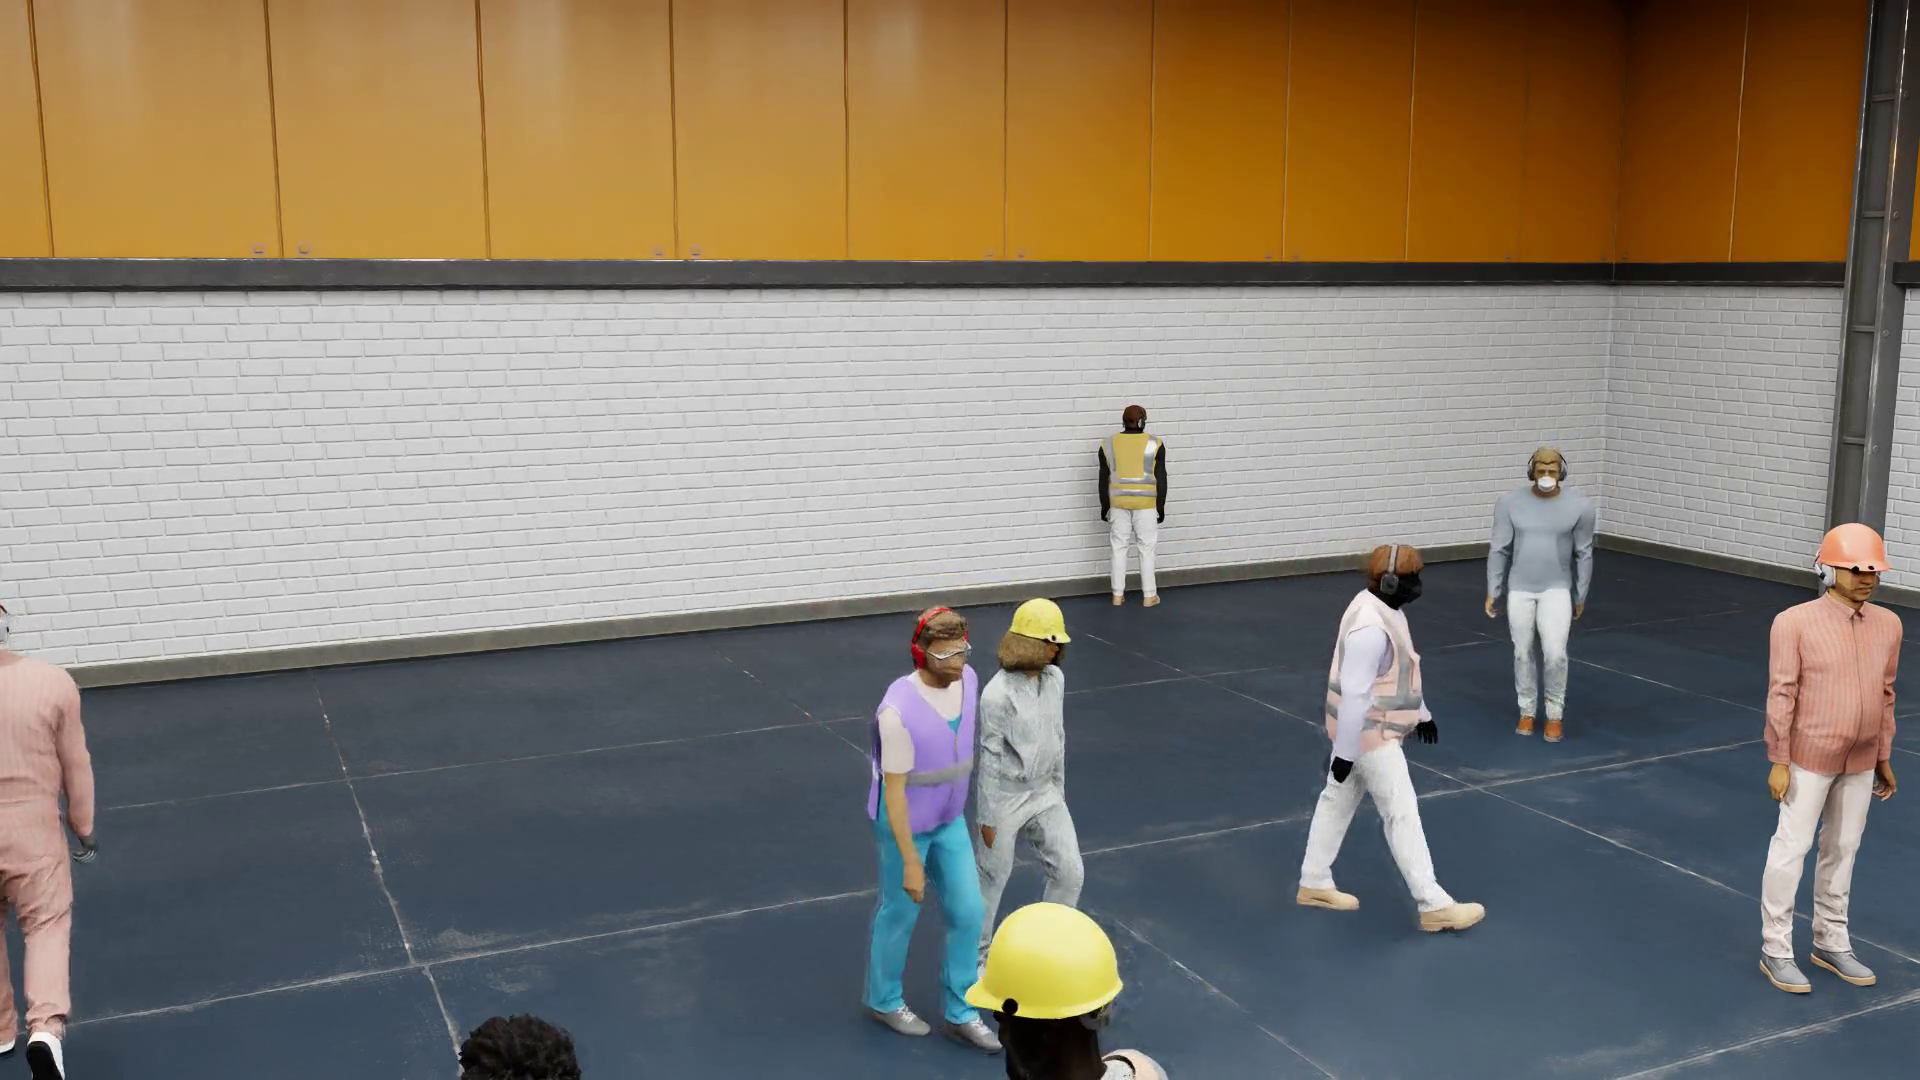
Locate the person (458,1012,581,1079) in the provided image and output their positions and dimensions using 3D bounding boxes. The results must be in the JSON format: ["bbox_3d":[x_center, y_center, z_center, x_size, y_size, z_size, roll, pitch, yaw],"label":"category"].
[{"bbox_3d":[-0.792,1.714,3.154,0.862,1.656,0.538,4,10,25],"label":"person"}]

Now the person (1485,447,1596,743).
[{"bbox_3d":[3.734,0.355,10.762,0.638,1.916,0.620,4,10,25],"label":"person"}]

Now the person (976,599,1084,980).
[{"bbox_3d":[0.277,1.082,6.852,0.633,1.715,0.499,9,13,43],"label":"person"}]

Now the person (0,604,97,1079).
[{"bbox_3d":[-3.583,1.104,6.199,0.647,1.881,0.832,-4,10,-26],"label":"person"}]

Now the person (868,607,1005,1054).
[{"bbox_3d":[-0.124,1.118,6.400,0.743,1.785,0.593,7,12,38],"label":"person"}]

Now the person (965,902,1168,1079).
[{"bbox_3d":[0.130,1.596,3.144,0.964,1.877,0.606,4,10,22],"label":"person"}]

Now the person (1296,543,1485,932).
[{"bbox_3d":[2.019,0.904,7.714,0.934,1.798,0.641,2,9,13],"label":"person"}]

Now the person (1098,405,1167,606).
[{"bbox_3d":[1.575,-0.308,15.125,0.623,1.837,0.430,3,10,18],"label":"person"}]

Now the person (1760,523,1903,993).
[{"bbox_3d":[3.691,0.913,7.046,0.610,1.995,0.375,-2,9,-13],"label":"person"}]
